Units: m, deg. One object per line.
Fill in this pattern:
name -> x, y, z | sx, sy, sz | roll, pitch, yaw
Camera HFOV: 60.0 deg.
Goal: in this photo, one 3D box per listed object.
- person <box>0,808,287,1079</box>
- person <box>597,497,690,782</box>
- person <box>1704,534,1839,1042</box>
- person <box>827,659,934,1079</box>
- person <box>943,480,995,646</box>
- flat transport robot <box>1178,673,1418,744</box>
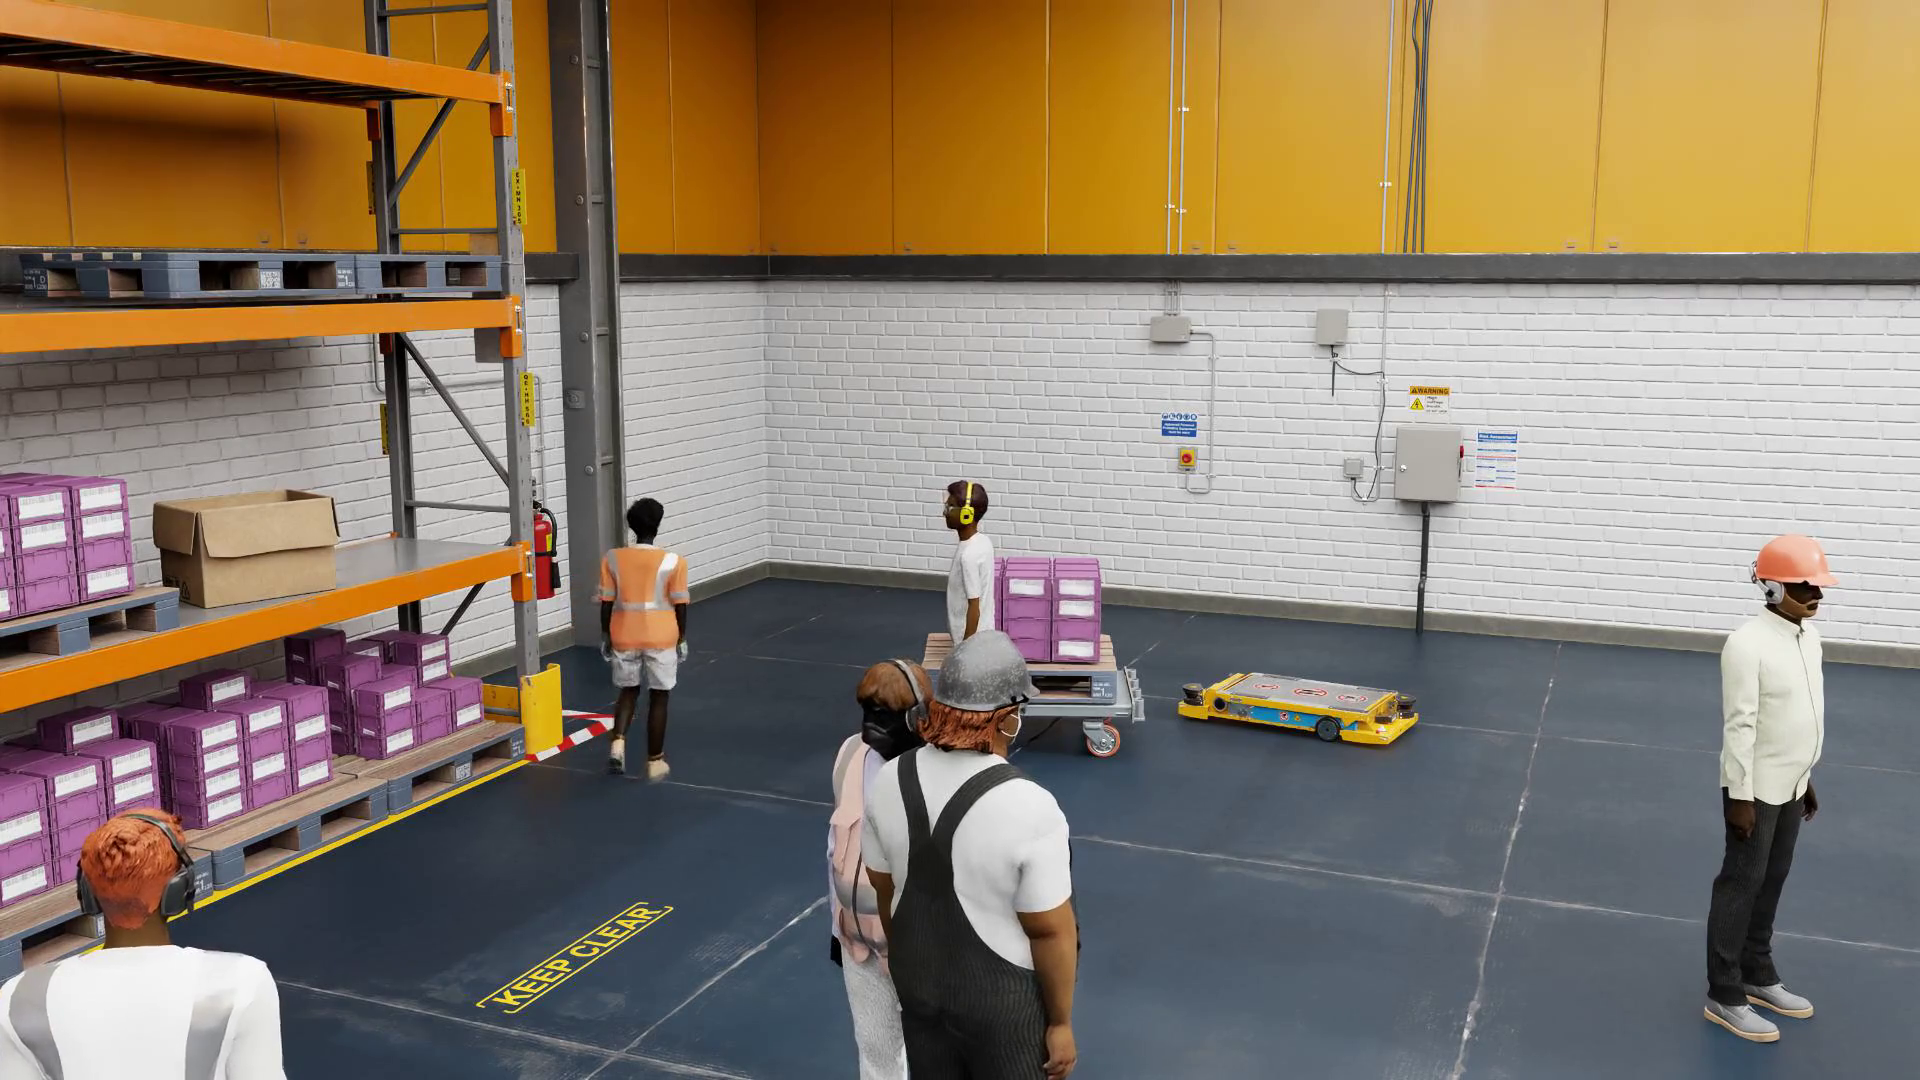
person -> -1.741, 1.507, 3.631 | 0.575, 1.881, 0.356 | -2, 9, -9
person -> -1.849, 0.596, 9.747 | 0.539, 1.682, 0.385 | 2, 9, 9
person -> 3.220, 0.961, 6.600 | 0.611, 1.995, 0.380 | -8, 12, -40
person -> -0.187, 1.267, 5.215 | 0.634, 1.839, 0.429 | 8, 12, 40
person -> 0.029, 0.597, 9.173 | 0.328, 1.876, 0.509 | 1, 9, 4
flat transport robot -> 2.236, 1.092, 11.019 | 1.431, 0.197, 0.652 | 6, 11, 31
